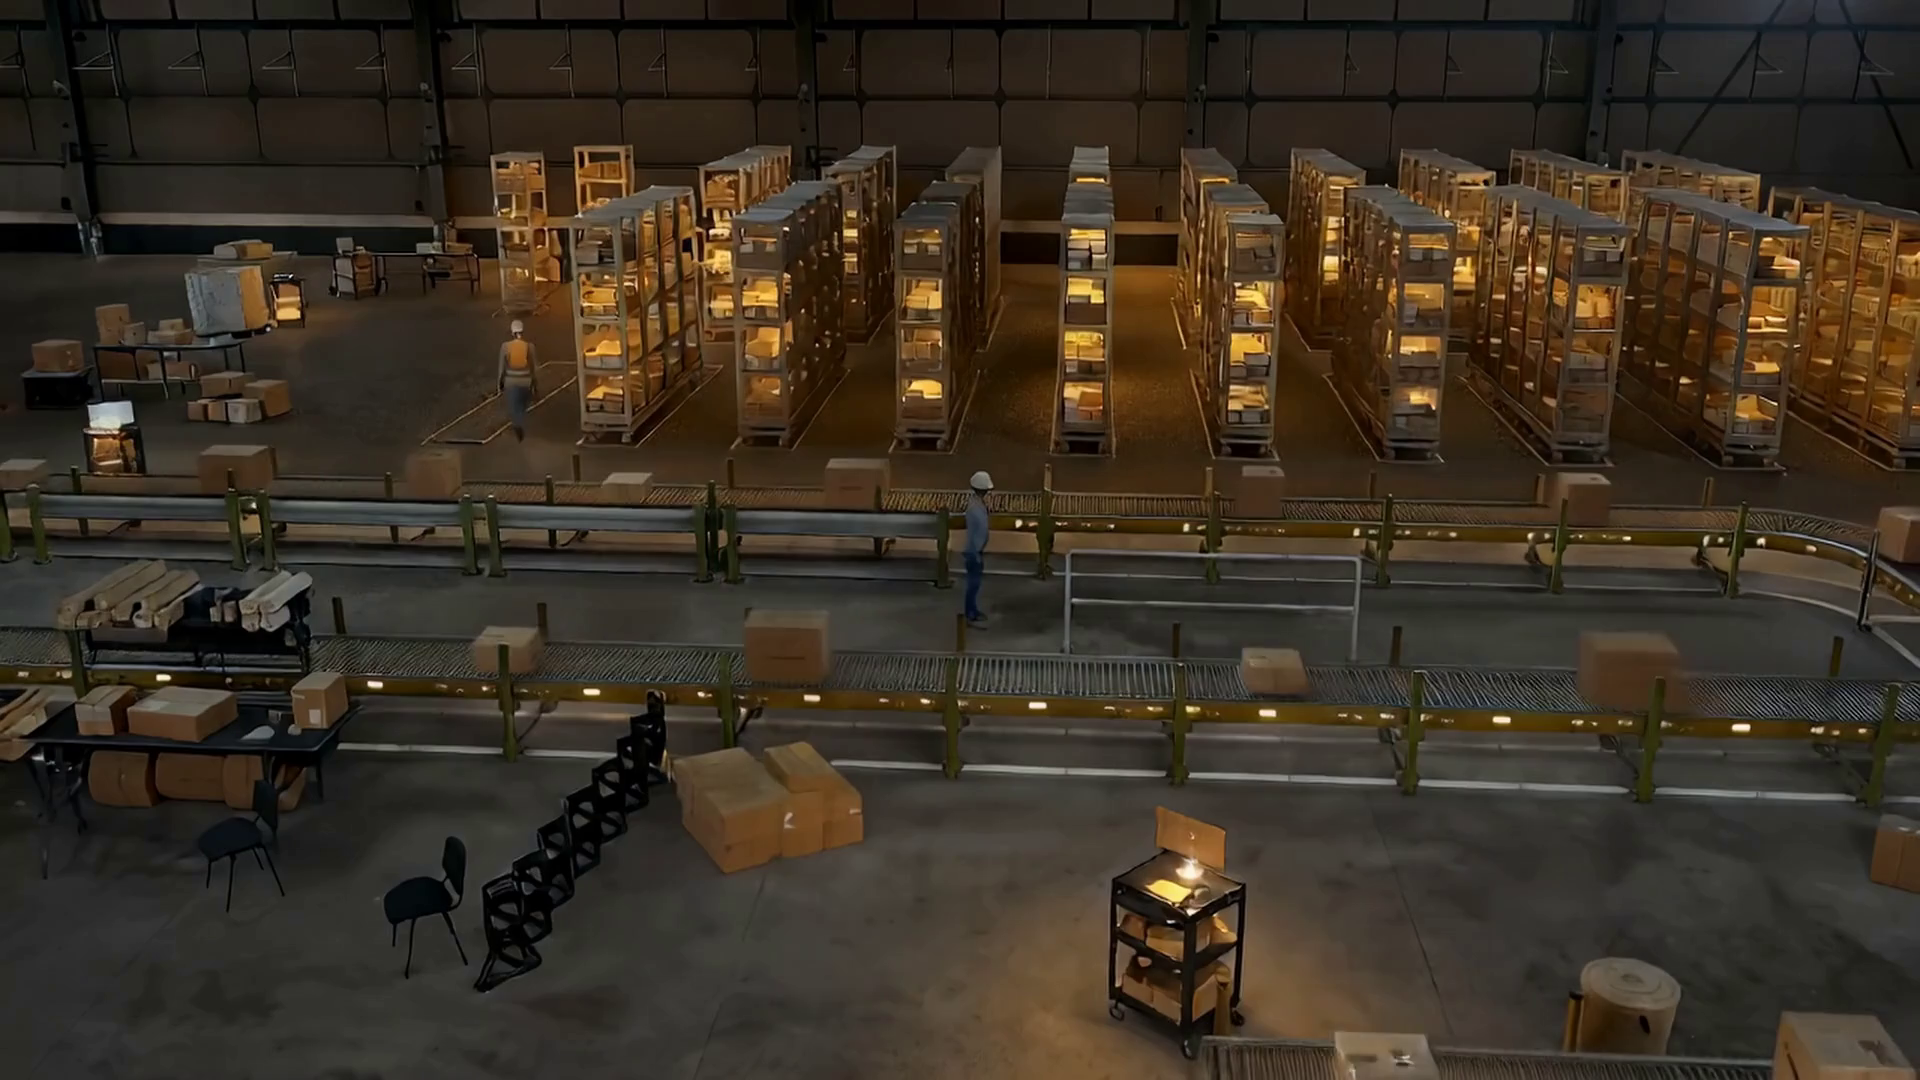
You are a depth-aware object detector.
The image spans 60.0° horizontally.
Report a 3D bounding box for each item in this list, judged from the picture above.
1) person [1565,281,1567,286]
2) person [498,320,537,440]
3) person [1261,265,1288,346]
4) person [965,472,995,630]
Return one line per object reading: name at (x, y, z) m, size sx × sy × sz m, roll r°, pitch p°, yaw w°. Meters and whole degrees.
person at (11.578, -4.149, 31.758) m, size 0.677 × 1.816 × 0.607 m, roll 6°, pitch 19°, yaw 19°
person at (-7.010, -2.516, 26.419) m, size 0.618 × 1.911 × 0.658 m, roll -5°, pitch 18°, yaw -16°
person at (6.389, -4.868, 34.006) m, size 0.594 × 1.832 × 0.403 m, roll -2°, pitch 18°, yaw -7°
person at (0.223, 0.099, 18.356) m, size 0.328 × 1.767 × 0.531 m, roll 1°, pitch 18°, yaw 3°
